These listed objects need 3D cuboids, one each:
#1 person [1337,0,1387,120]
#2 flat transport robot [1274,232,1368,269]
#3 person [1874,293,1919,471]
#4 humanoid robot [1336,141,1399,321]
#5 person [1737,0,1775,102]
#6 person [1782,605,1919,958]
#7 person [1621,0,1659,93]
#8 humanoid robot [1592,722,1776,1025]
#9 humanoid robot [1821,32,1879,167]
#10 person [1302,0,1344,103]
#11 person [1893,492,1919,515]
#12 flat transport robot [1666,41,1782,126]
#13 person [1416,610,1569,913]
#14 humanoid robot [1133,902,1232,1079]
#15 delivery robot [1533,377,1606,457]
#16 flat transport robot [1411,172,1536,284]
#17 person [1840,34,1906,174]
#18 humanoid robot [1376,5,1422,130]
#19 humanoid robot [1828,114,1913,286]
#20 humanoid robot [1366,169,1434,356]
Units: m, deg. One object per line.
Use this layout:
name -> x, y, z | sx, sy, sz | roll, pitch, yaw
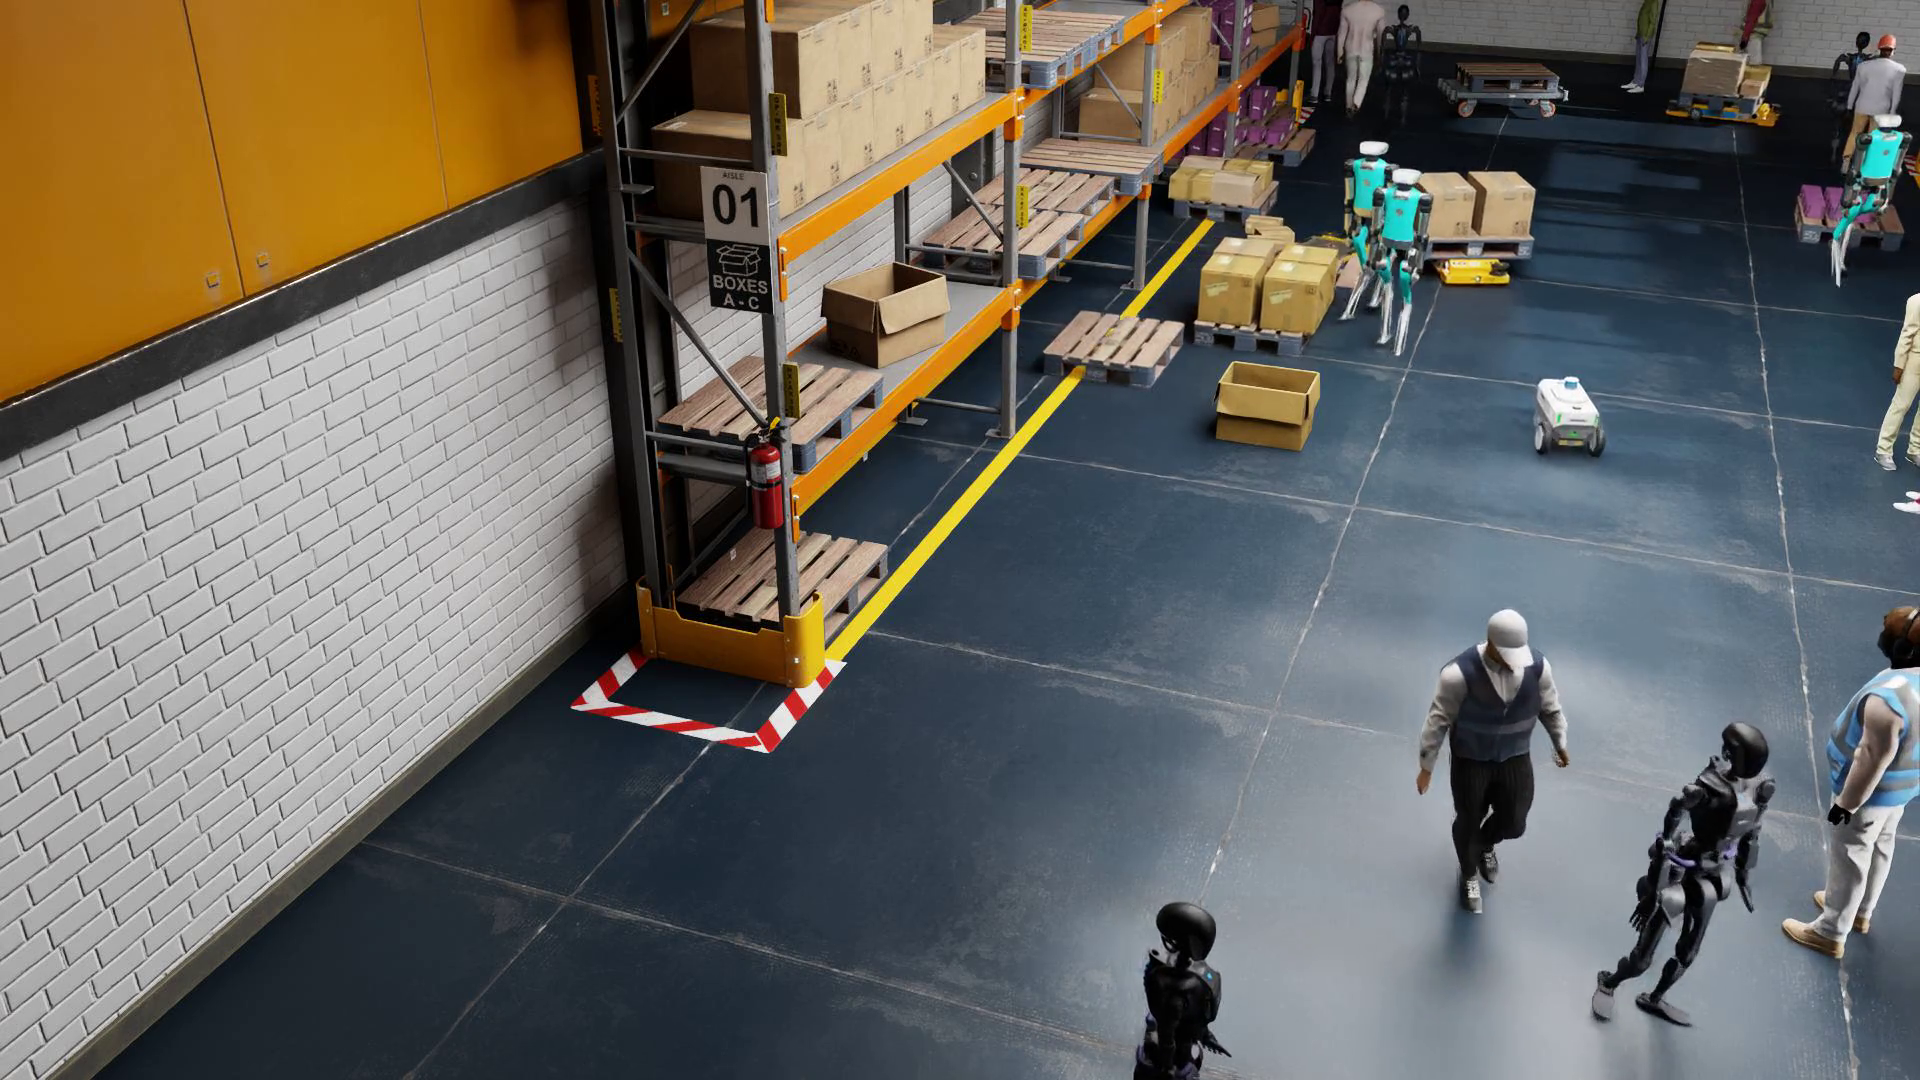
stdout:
person -> 5.554, -6.775, 23.108 | 0.660, 1.911, 0.768 | 10, 29, 19
flat transport robot -> 3.744, -2.924, 17.422 | 0.659, 0.231, 1.431 | 22, 35, 36
person -> 7.456, -1.353, 12.768 | 0.555, 1.743, 0.342 | 2, 27, 3
humanoid robot -> 3.966, -2.973, 15.924 | 0.554, 1.786, 0.875 | 17, 32, 30
person -> 11.655, -7.366, 24.379 | 0.664, 1.799, 0.658 | 13, 30, 24
person -> 4.294, 1.134, 7.838 | 0.632, 1.839, 0.429 | -20, 33, -33
person -> 10.230, -7.541, 24.886 | 0.288, 1.632, 0.497 | 2, 27, 5
humanoid robot -> 3.212, 1.470, 7.369 | 0.602, 1.647, 0.435 | -8, 28, -15
humanoid robot -> 11.249, -5.565, 21.018 | 0.600, 1.644, 0.371 | 15, 31, 26
person -> 5.311, -7.361, 24.196 | 0.491, 1.951, 0.422 | -12, 30, -22
person -> 7.199, -0.957, 12.128 | 0.280, 1.628, 0.501 | 23, 35, 38
flat transport robot -> 10.819, -6.089, 23.561 | 1.431, 0.231, 0.659 | 15, 31, 27
person -> 2.592, 1.067, 8.083 | 0.767, 1.725, 0.531 | -1, 27, -1
humanoid robot -> 0.790, 2.004, 6.329 | 0.446, 1.650, 0.601 | 8, 28, 15
delivery robot -> 4.887, -1.002, 13.403 | 0.499, 0.614, 0.815 | 2, 27, 4
flat transport robot -> 5.285, -3.019, 17.606 | 0.659, 0.231, 1.431 | 0, 27, 0
person -> 11.240, -5.336, 20.499 | 0.576, 1.733, 0.570 | 18, 32, 31
humanoid robot -> 6.014, -6.439, 22.710 | 0.610, 1.635, 0.527 | 5, 28, 9
humanoid robot -> 9.142, -3.501, 16.979 | 0.545, 1.800, 0.802 | -1, 27, -2
humanoid robot -> 3.994, -2.548, 15.107 | 0.531, 1.785, 0.787 | 12, 30, 22
